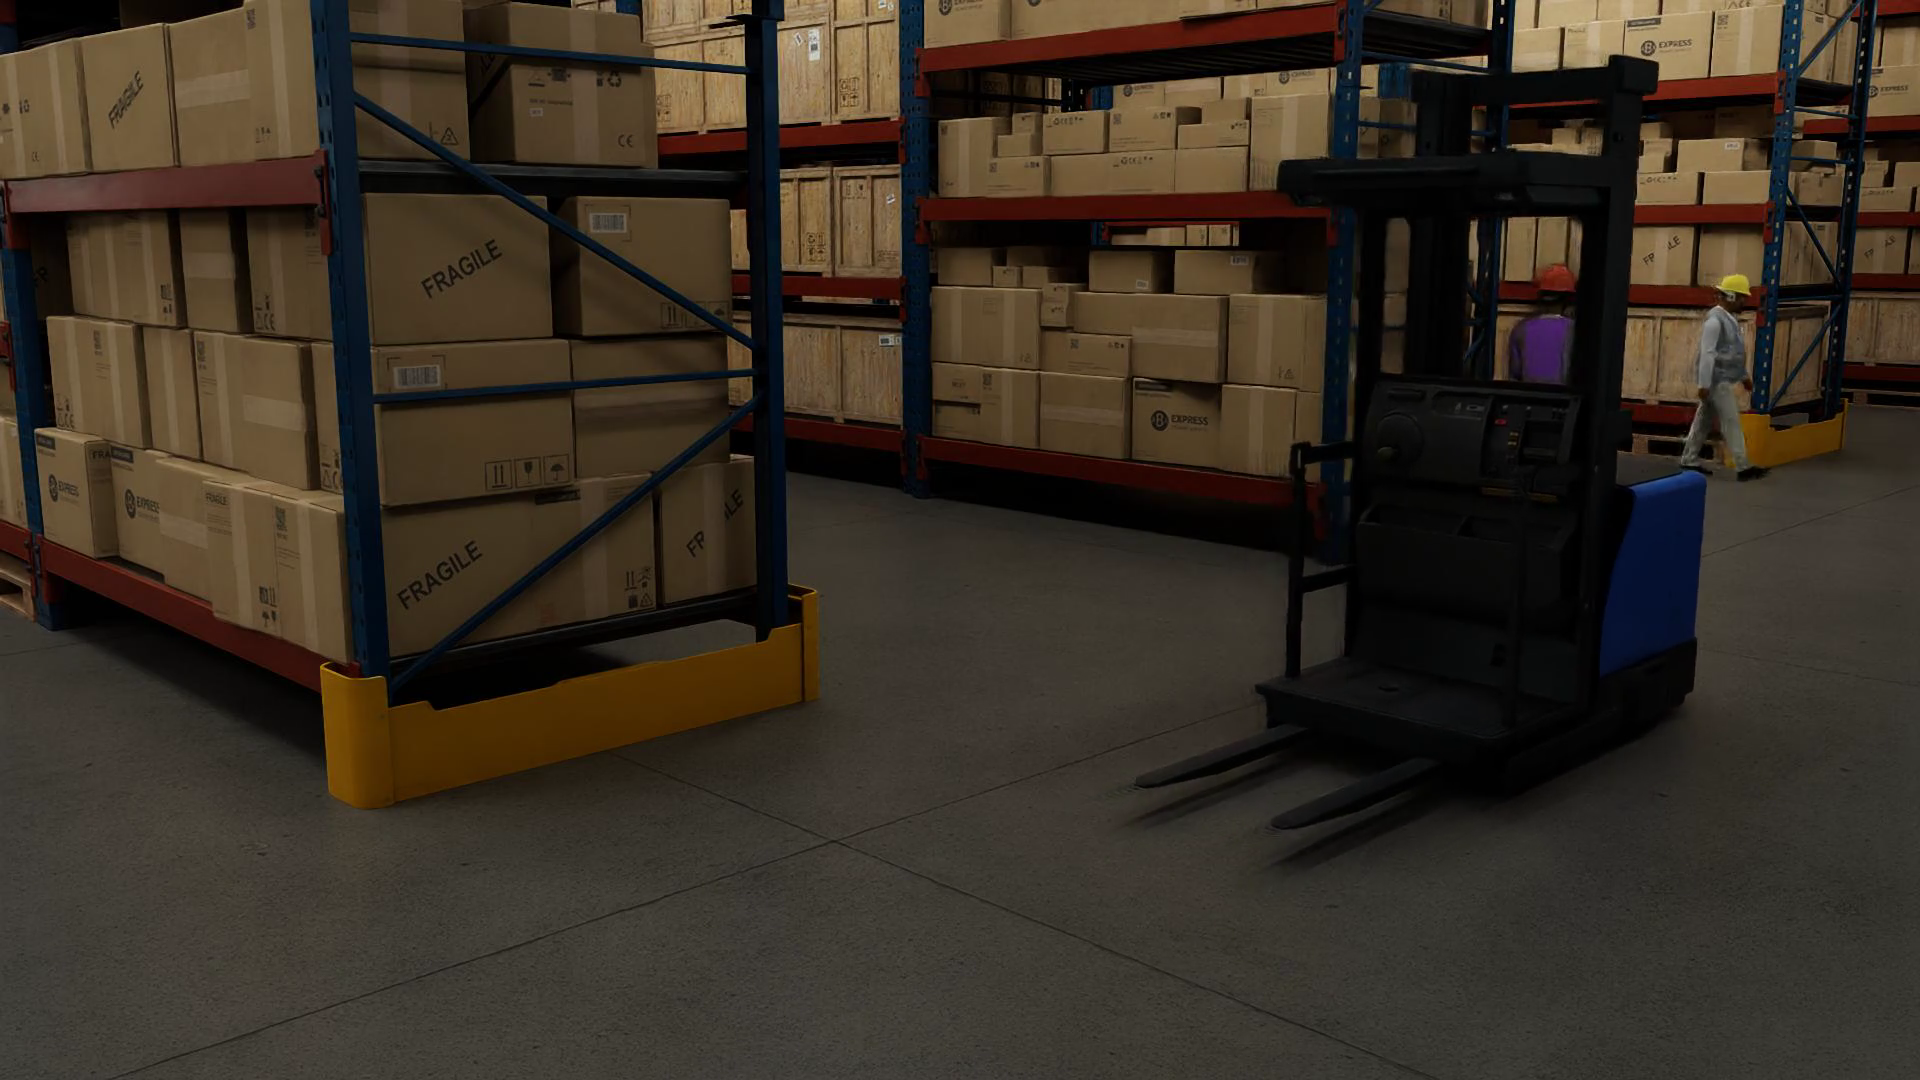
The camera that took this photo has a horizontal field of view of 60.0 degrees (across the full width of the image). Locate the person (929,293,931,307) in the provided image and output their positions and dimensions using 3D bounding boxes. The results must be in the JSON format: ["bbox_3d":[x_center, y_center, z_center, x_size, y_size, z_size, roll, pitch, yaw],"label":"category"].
[{"bbox_3d":[-0.267,-2.263,18.802,0.564,1.922,0.423,-10,14,-43],"label":"person"}]

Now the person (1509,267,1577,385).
[{"bbox_3d":[4.053,-0.897,11.365,0.576,1.912,0.748,8,13,38],"label":"person"}]

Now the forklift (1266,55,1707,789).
[{"bbox_3d":[2.361,-0.595,7.098,1.873,2.768,1.129,-10,14,-44],"label":"forklift"}]

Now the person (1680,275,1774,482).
[{"bbox_3d":[6.750,-1.401,14.501,0.868,1.781,0.580,7,12,33],"label":"person"}]
